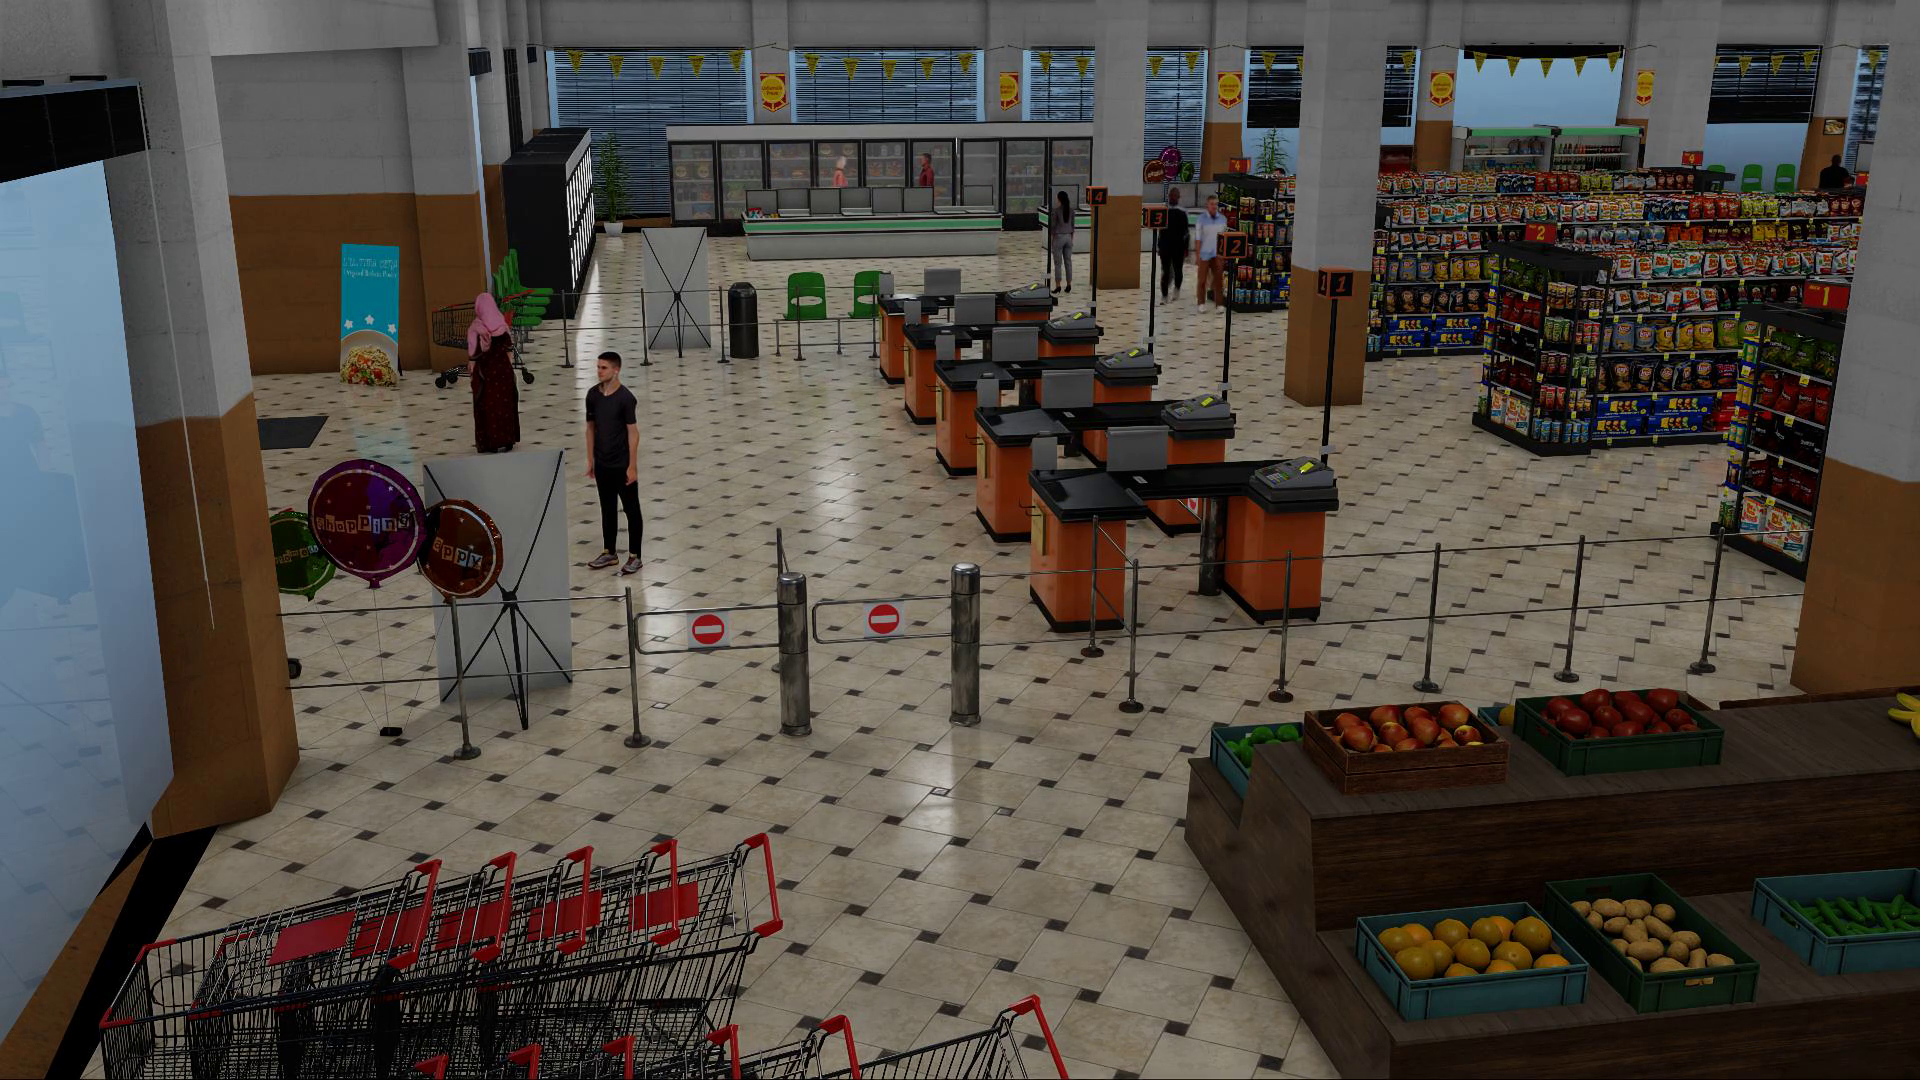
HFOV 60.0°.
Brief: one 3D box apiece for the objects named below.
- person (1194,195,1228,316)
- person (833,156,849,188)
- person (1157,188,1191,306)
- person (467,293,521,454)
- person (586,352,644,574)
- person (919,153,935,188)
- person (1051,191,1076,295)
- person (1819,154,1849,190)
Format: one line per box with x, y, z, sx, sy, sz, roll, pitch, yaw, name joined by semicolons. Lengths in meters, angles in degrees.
3.787;-4.324;25.405;0.921;1.745;0.769;-3;17;-11;person
-2.585;-7.134;34.771;1.089;1.679;0.672;-4;17;-14;person
3.405;-4.681;26.481;1.211;1.802;1.046;4;17;12;person
-4.783;-1.714;16.992;0.693;1.639;0.811;-12;21;-35;person
-2.727;-0.620;13.174;0.686;1.764;0.777;8;19;26;person
-0.663;-6.975;33.987;0.559;1.831;0.695;-2;17;-6;person
1.690;-4.915;27.464;0.627;1.678;0.749;-9;19;-26;person
17.726;-6.925;33.844;0.785;1.817;0.831;13;21;37;person
